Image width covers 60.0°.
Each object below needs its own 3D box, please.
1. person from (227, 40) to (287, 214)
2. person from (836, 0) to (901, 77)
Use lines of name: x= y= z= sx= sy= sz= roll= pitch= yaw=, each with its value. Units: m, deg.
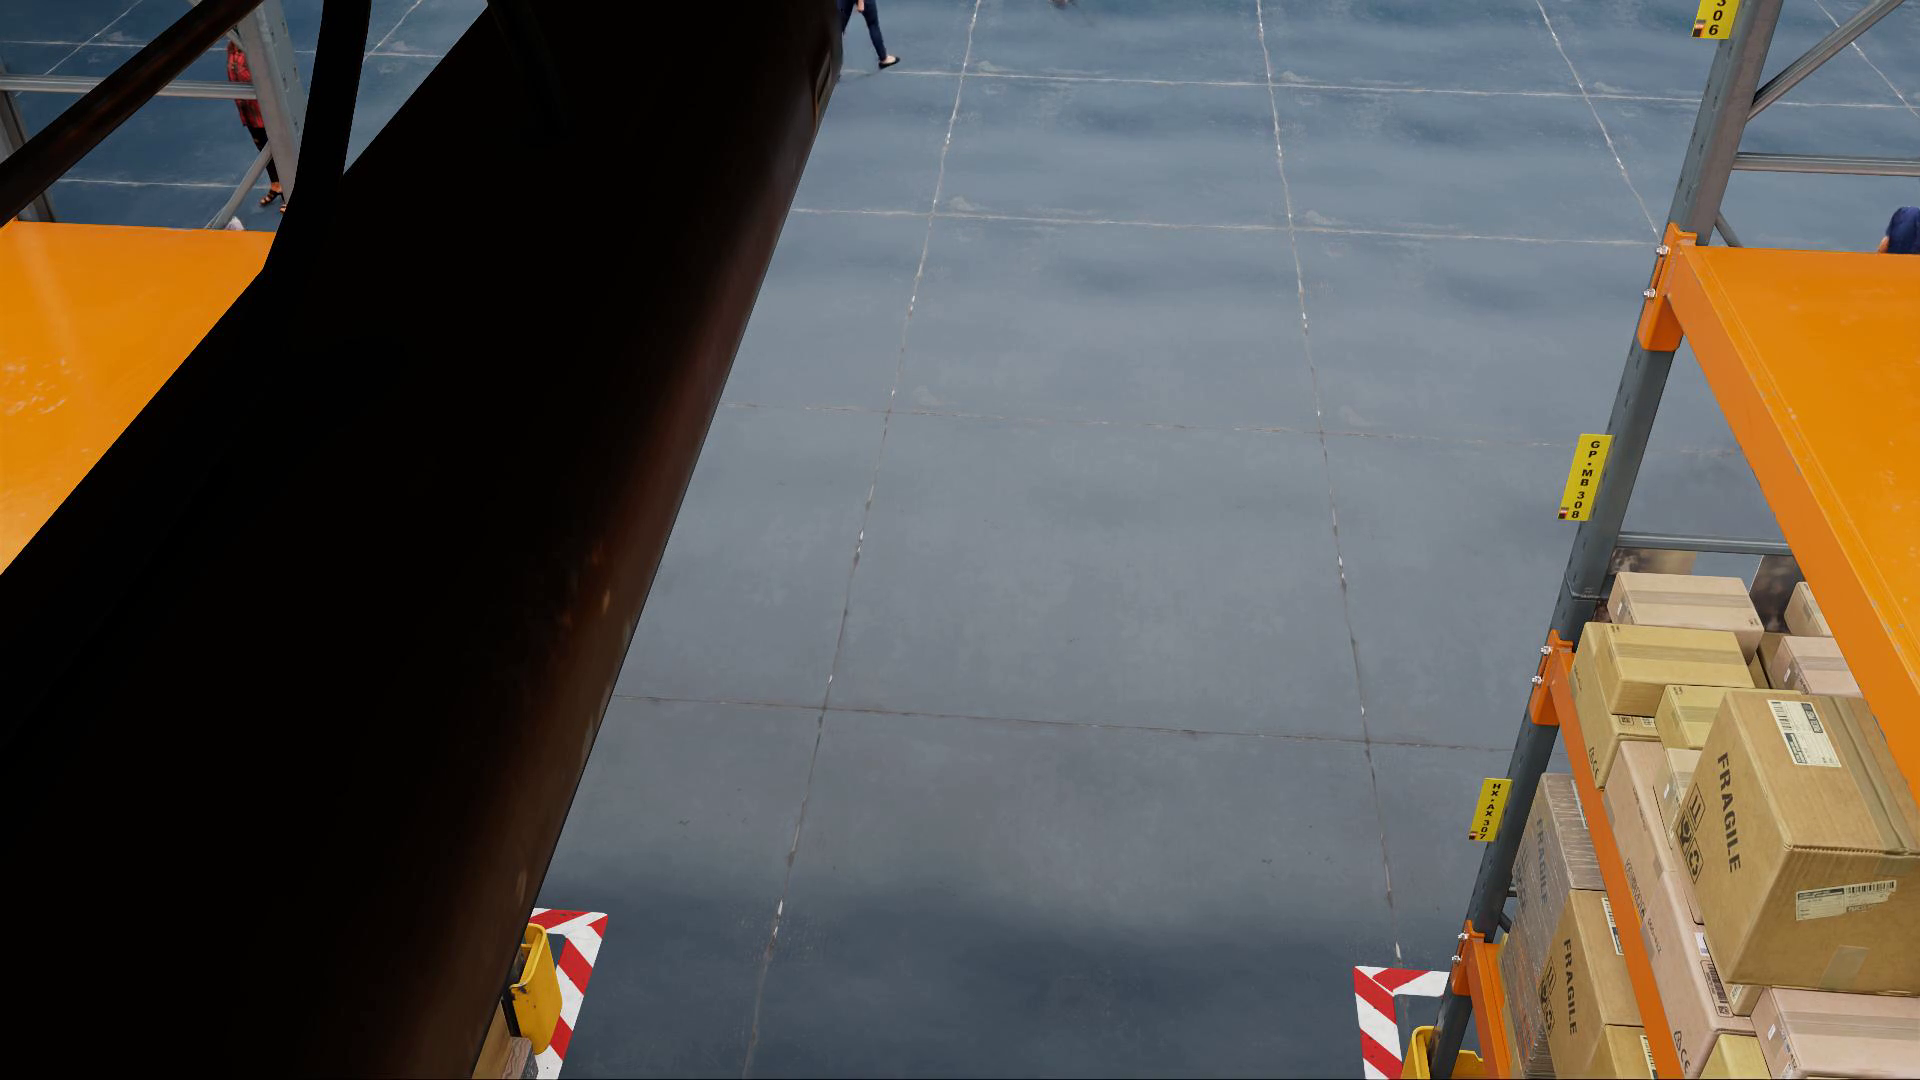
person: x=-5.740 y=-3.530 z=13.627 sx=0.702 sy=1.704 sz=0.719 roll=24 pitch=44 yaw=28
person: x=-1.076 y=-5.169 z=15.745 sx=1.138 sy=1.676 sz=1.090 roll=-27 pitch=46 yaw=-30
